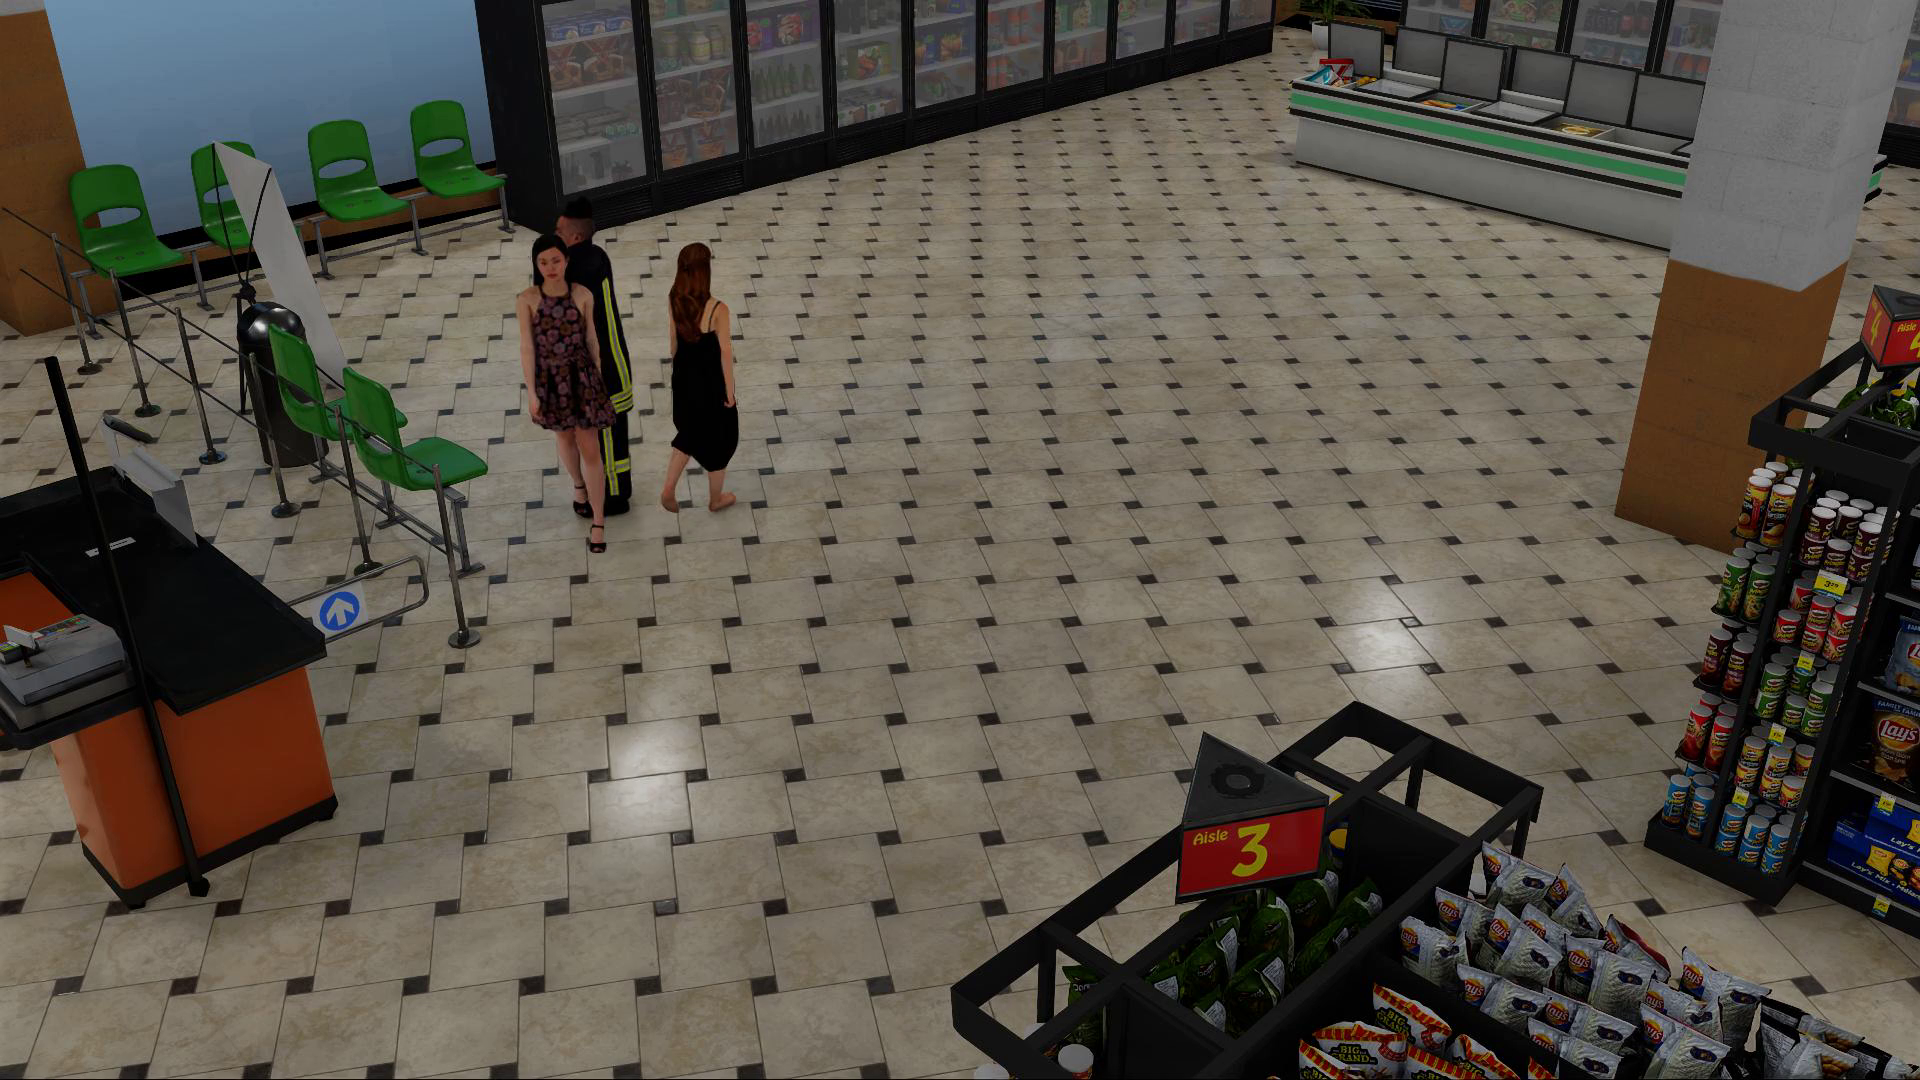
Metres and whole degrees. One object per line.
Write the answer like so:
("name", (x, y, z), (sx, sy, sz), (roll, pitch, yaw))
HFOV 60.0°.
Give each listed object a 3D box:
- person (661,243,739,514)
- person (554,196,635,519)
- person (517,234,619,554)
("person", (-1.495, -0.840, 9.299), (0.838, 1.611, 0.812), (12, 31, 21))
("person", (-2.065, -1.030, 9.391), (0.935, 1.857, 0.850), (-4, 29, -7))
("person", (-2.189, -0.843, 9.180), (0.986, 1.730, 1.188), (-7, 29, -12))
